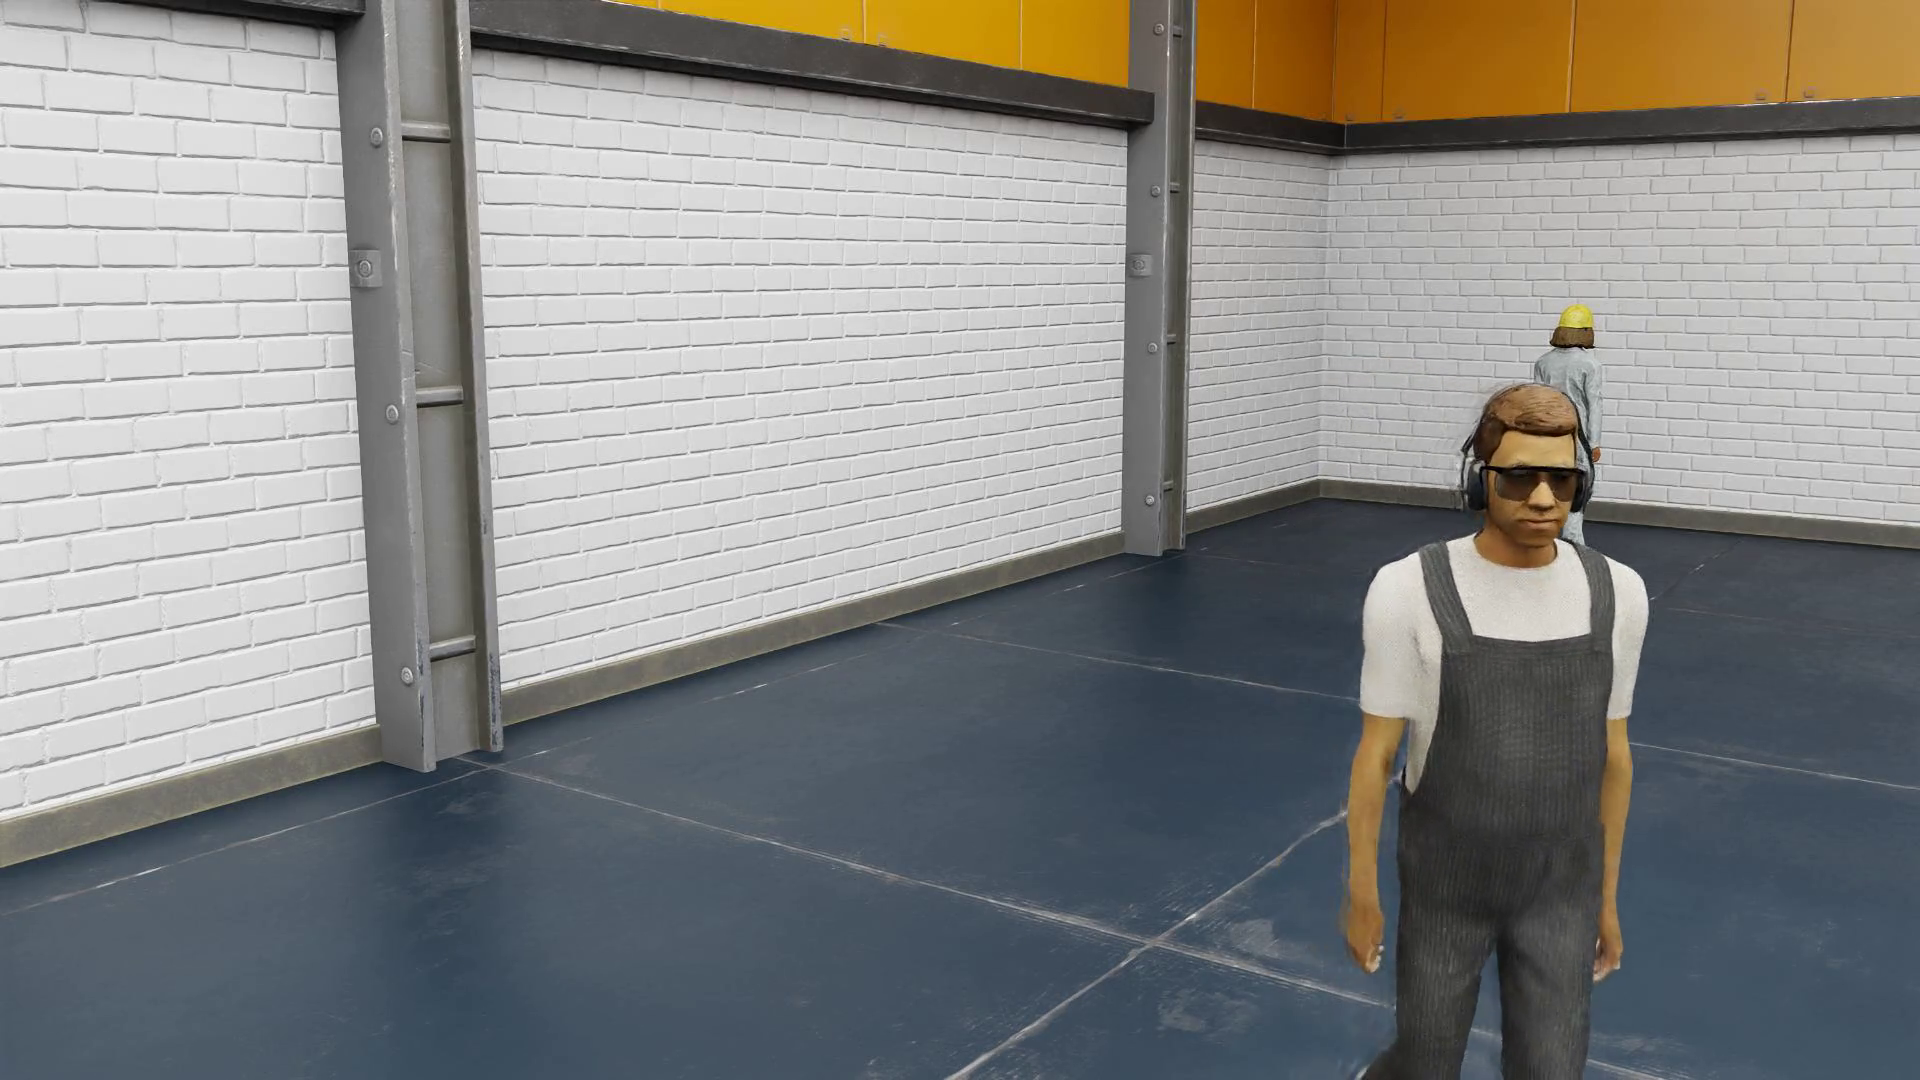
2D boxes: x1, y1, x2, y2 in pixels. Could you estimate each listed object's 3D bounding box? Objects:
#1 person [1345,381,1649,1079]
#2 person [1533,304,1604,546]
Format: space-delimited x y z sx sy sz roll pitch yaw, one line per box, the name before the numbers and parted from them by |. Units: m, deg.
person | 0.953 0.612 3.059 0.511 1.827 0.728 0 10 -3
person | 3.962 -0.658 10.843 0.308 1.743 0.494 -7 12 -37
